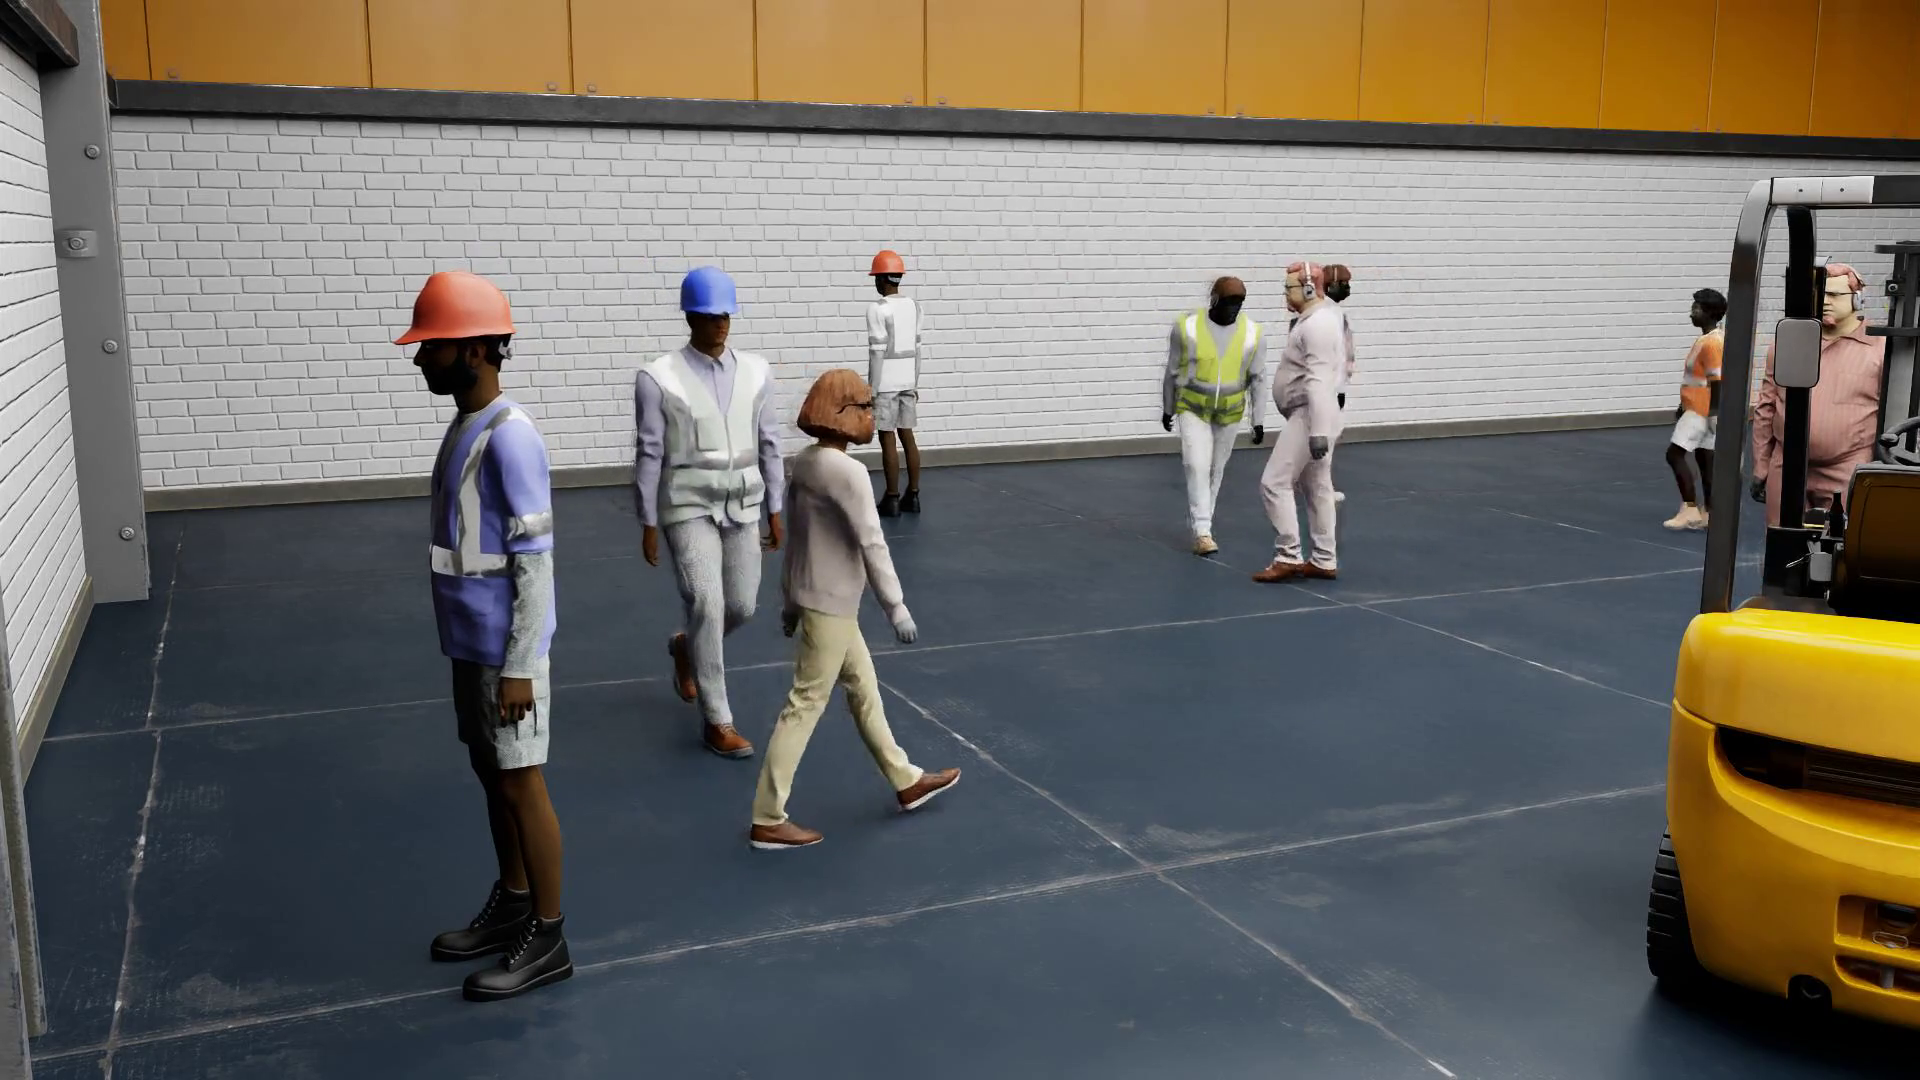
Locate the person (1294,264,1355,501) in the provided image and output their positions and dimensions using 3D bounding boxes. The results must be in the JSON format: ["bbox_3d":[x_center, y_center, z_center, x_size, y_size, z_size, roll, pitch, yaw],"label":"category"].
[{"bbox_3d":[2.818,-1.199,12.800,0.434,1.827,0.649,-1,10,-3],"label":"person"}]

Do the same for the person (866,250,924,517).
[{"bbox_3d":[-0.514,-1.136,12.146,0.375,1.935,0.551,8,13,38],"label":"person"}]

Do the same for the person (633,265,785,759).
[{"bbox_3d":[-1.034,-0.138,6.694,0.620,1.920,0.815,-7,13,-35],"label":"person"}]

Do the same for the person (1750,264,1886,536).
[{"bbox_3d":[3.977,-0.312,7.694,0.642,1.908,0.407,10,14,44],"label":"person"}]

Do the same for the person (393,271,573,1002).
[{"bbox_3d":[-1.276,0.260,4.451,0.366,1.935,0.552,-6,12,-31],"label":"person"}]

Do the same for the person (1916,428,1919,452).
[{"bbox_3d":[5.117,-0.438,8.600,0.538,1.821,0.946,-7,12,-32],"label":"person"}]

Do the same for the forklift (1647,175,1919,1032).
[{"bbox_3d":[2.810,0.094,4.662,1.214,2.155,2.313,7,12,34],"label":"forklift"}]

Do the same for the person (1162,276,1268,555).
[{"bbox_3d":[1.651,-0.803,10.754,0.639,1.778,0.886,-1,10,-3],"label":"person"}]

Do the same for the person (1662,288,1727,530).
[{"bbox_3d":[5.073,-0.888,11.487,0.495,1.680,0.540,5,11,25],"label":"person"}]

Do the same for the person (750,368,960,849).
[{"bbox_3d":[-0.355,0.227,5.592,0.849,1.592,0.508,-4,11,-21],"label":"person"}]

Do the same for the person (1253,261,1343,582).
[{"bbox_3d":[1.963,-0.684,9.778,0.633,1.884,0.683,2,11,13],"label":"person"}]
